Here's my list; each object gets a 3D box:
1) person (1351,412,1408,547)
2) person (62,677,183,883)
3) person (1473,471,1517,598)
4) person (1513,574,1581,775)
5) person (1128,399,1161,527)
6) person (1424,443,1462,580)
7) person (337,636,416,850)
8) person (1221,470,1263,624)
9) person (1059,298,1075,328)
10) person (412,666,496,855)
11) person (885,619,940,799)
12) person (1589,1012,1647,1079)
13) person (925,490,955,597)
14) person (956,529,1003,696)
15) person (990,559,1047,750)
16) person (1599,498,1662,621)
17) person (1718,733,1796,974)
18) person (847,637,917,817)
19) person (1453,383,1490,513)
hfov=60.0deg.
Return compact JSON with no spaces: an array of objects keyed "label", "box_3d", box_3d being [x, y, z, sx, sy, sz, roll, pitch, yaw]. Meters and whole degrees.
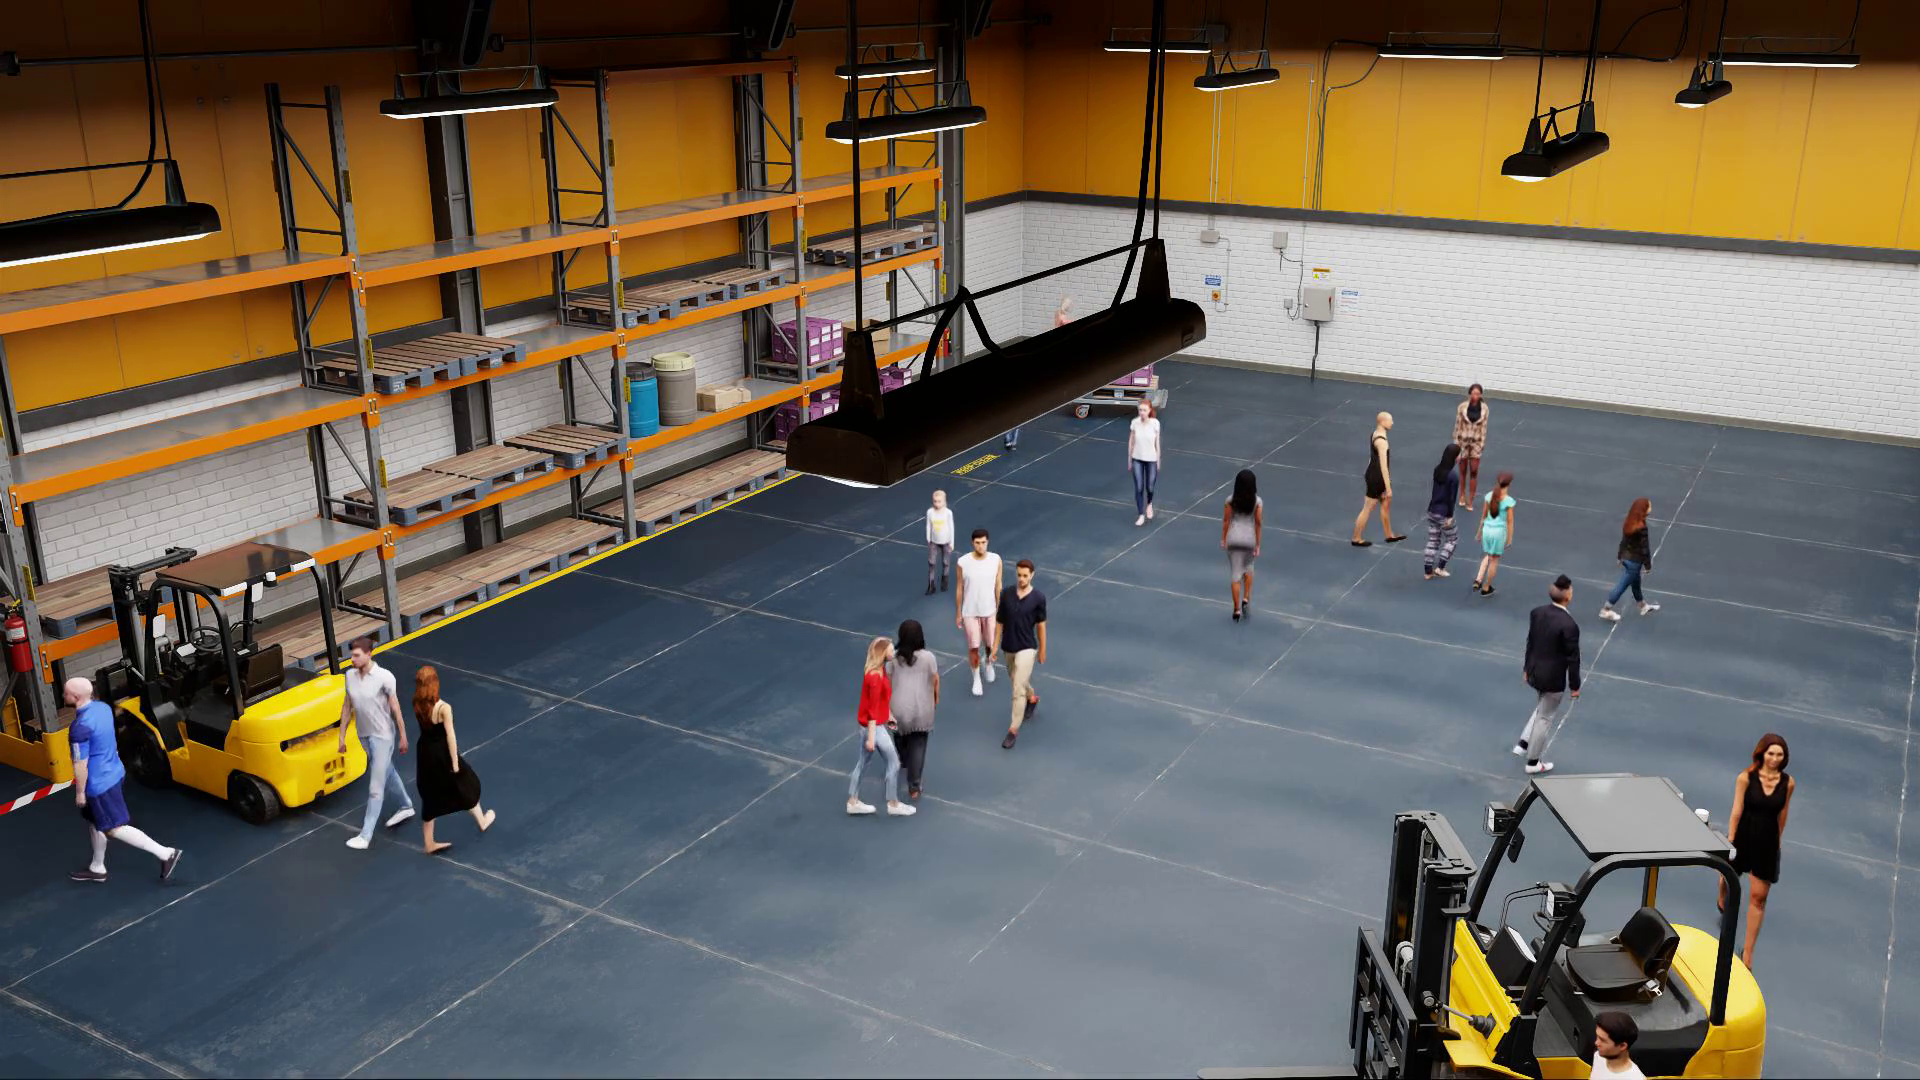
[{"label":"person","box_3d":[5.262,-0.762,21.416,0.991,1.791,1.018,2,19,6]},{"label":"person","box_3d":[-6.787,1.949,13.331,1.192,1.812,1.202,-3,19,-8]},{"label":"person","box_3d":[6.308,-0.048,19.685,0.690,1.542,0.651,-15,24,-38]},{"label":"person","box_3d":[5.316,1.241,15.233,0.889,1.941,0.845,-6,20,-18]},{"label":"person","box_3d":[2.506,-1.059,22.400,0.657,1.725,0.735,6,19,16]},{"label":"person","box_3d":[5.805,-0.330,20.244,0.797,1.719,0.759,-10,21,-27]},{"label":"person","box_3d":[-4.912,1.664,14.190,0.766,1.804,1.157,8,20,22]},{"label":"person","box_3d":[3.201,0.094,18.921,0.801,1.761,0.957,1,19,4]},{"label":"person","box_3d":[1.875,-3.517,29.748,0.862,1.694,0.632,-1,19,-3]},{"label":"person","box_3d":[-4.444,1.872,13.914,0.650,1.587,0.960,10,21,27]},{"label":"person","box_3d":[-0.456,1.545,14.933,0.918,1.556,1.135,2,19,6]},{"label":"person","box_3d":[3.703,3.372,9.270,0.780,1.707,0.705,-3,19,-9]},{"label":"person","box_3d":[-0.220,0.002,19.979,0.661,1.260,0.824,2,19,7]},{"label":"person","box_3d":[0.196,0.699,17.106,0.831,1.772,0.905,-1,19,-3]},{"label":"person","box_3d":[0.609,1.030,16.051,0.680,1.818,1.191,10,21,27]},{"label":"person","box_3d":[7.607,0.245,18.974,0.974,1.440,1.005,-1,19,-4]},{"label":"person","box_3d":[5.879,2.267,12.415,0.815,1.794,1.215,4,19,13]},{"label":"person","box_3d":[-0.833,1.641,14.460,0.949,1.676,0.910,-3,19,-10]},{"label":"person","box_3d":[7.049,-1.315,23.080,0.702,1.776,0.890,5,19,16]}]
